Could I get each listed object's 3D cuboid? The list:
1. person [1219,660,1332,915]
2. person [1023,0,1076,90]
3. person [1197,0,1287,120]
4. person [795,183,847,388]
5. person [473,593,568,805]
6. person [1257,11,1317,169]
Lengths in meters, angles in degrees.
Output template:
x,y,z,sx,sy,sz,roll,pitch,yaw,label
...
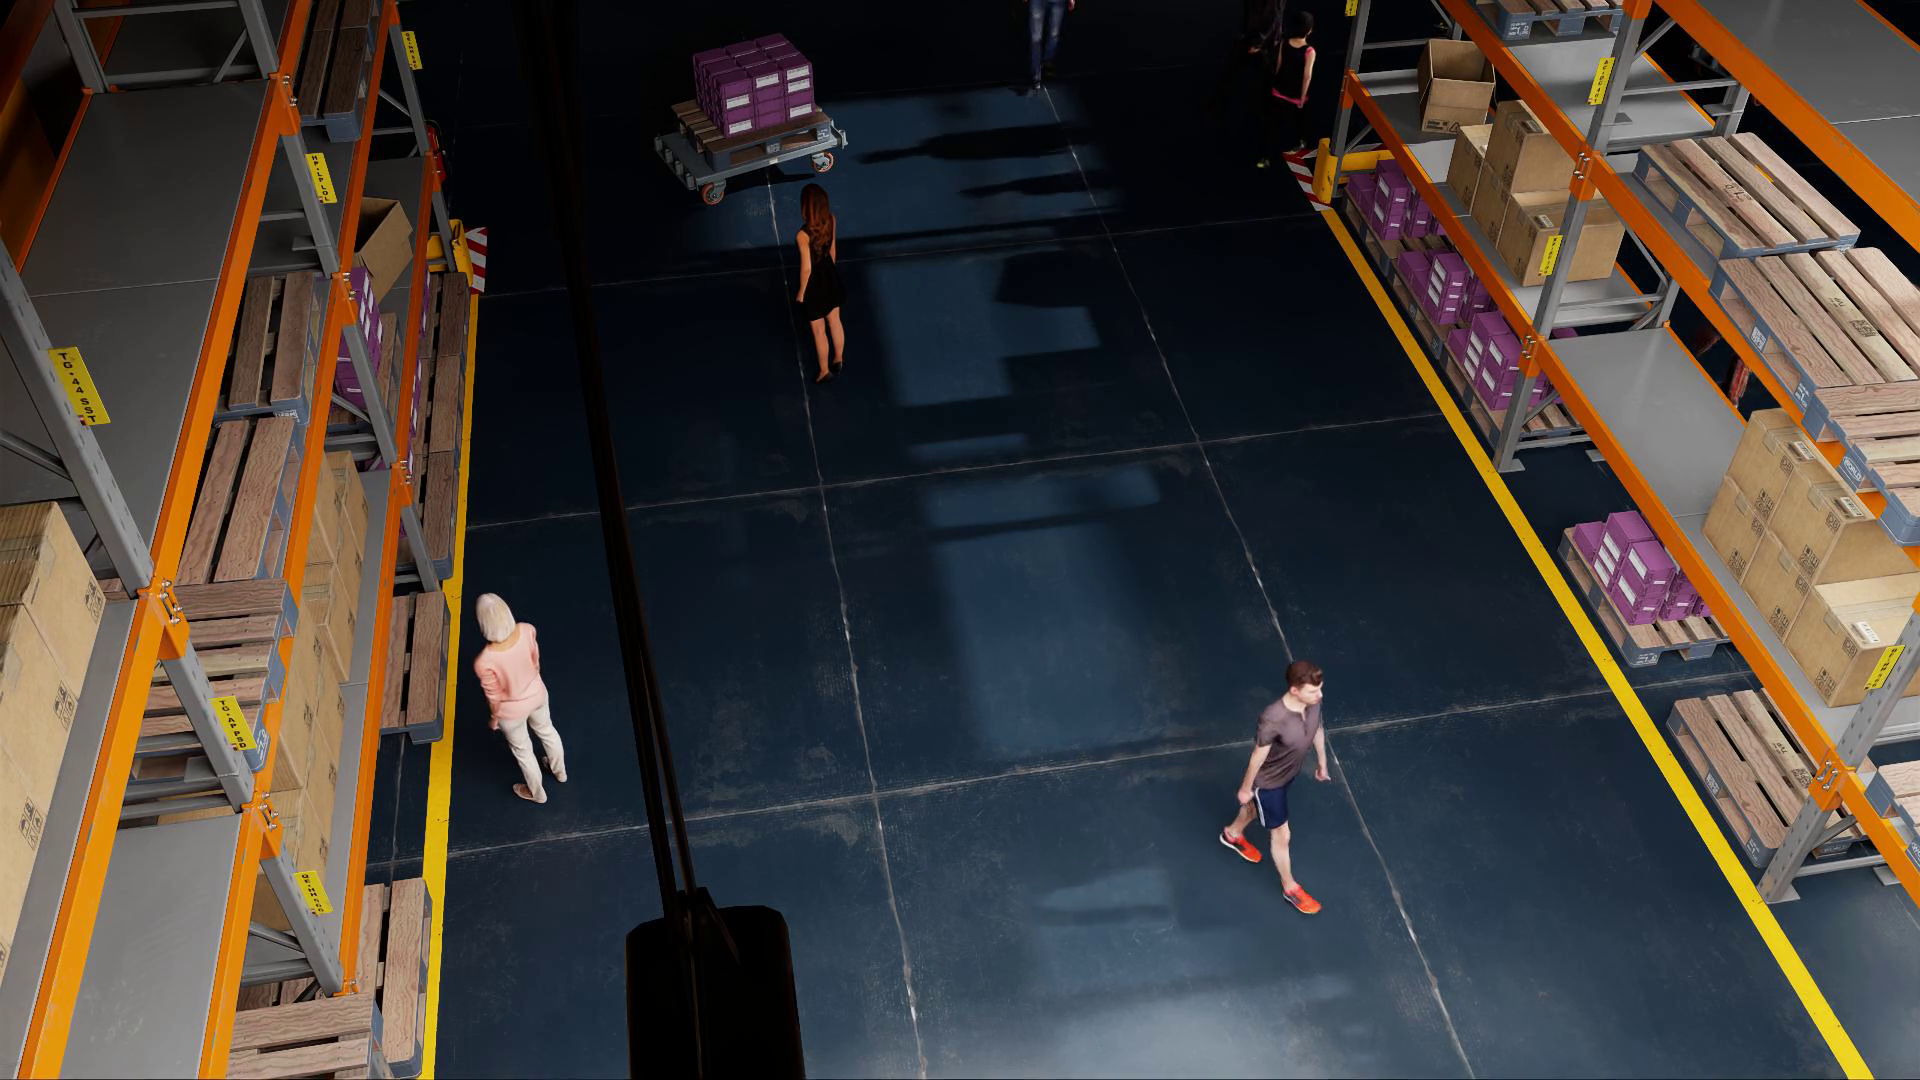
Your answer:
x,y,z,sx,sy,sz,roll,pitch,yaw,label
1.768,1.299,9.653,1.042,1.821,1.167,-34,53,-31,person
0.881,-5.594,16.886,0.708,1.823,0.858,-5,44,-5,person
3.014,-4.958,16.169,1.060,1.892,1.209,-22,48,-22,person
-1.100,-1.994,13.099,0.716,1.834,0.667,29,51,27,person
-2.676,0.958,10.080,0.732,1.725,0.672,26,49,24,person
3.061,-4.196,15.642,0.990,1.516,1.057,25,49,24,person
